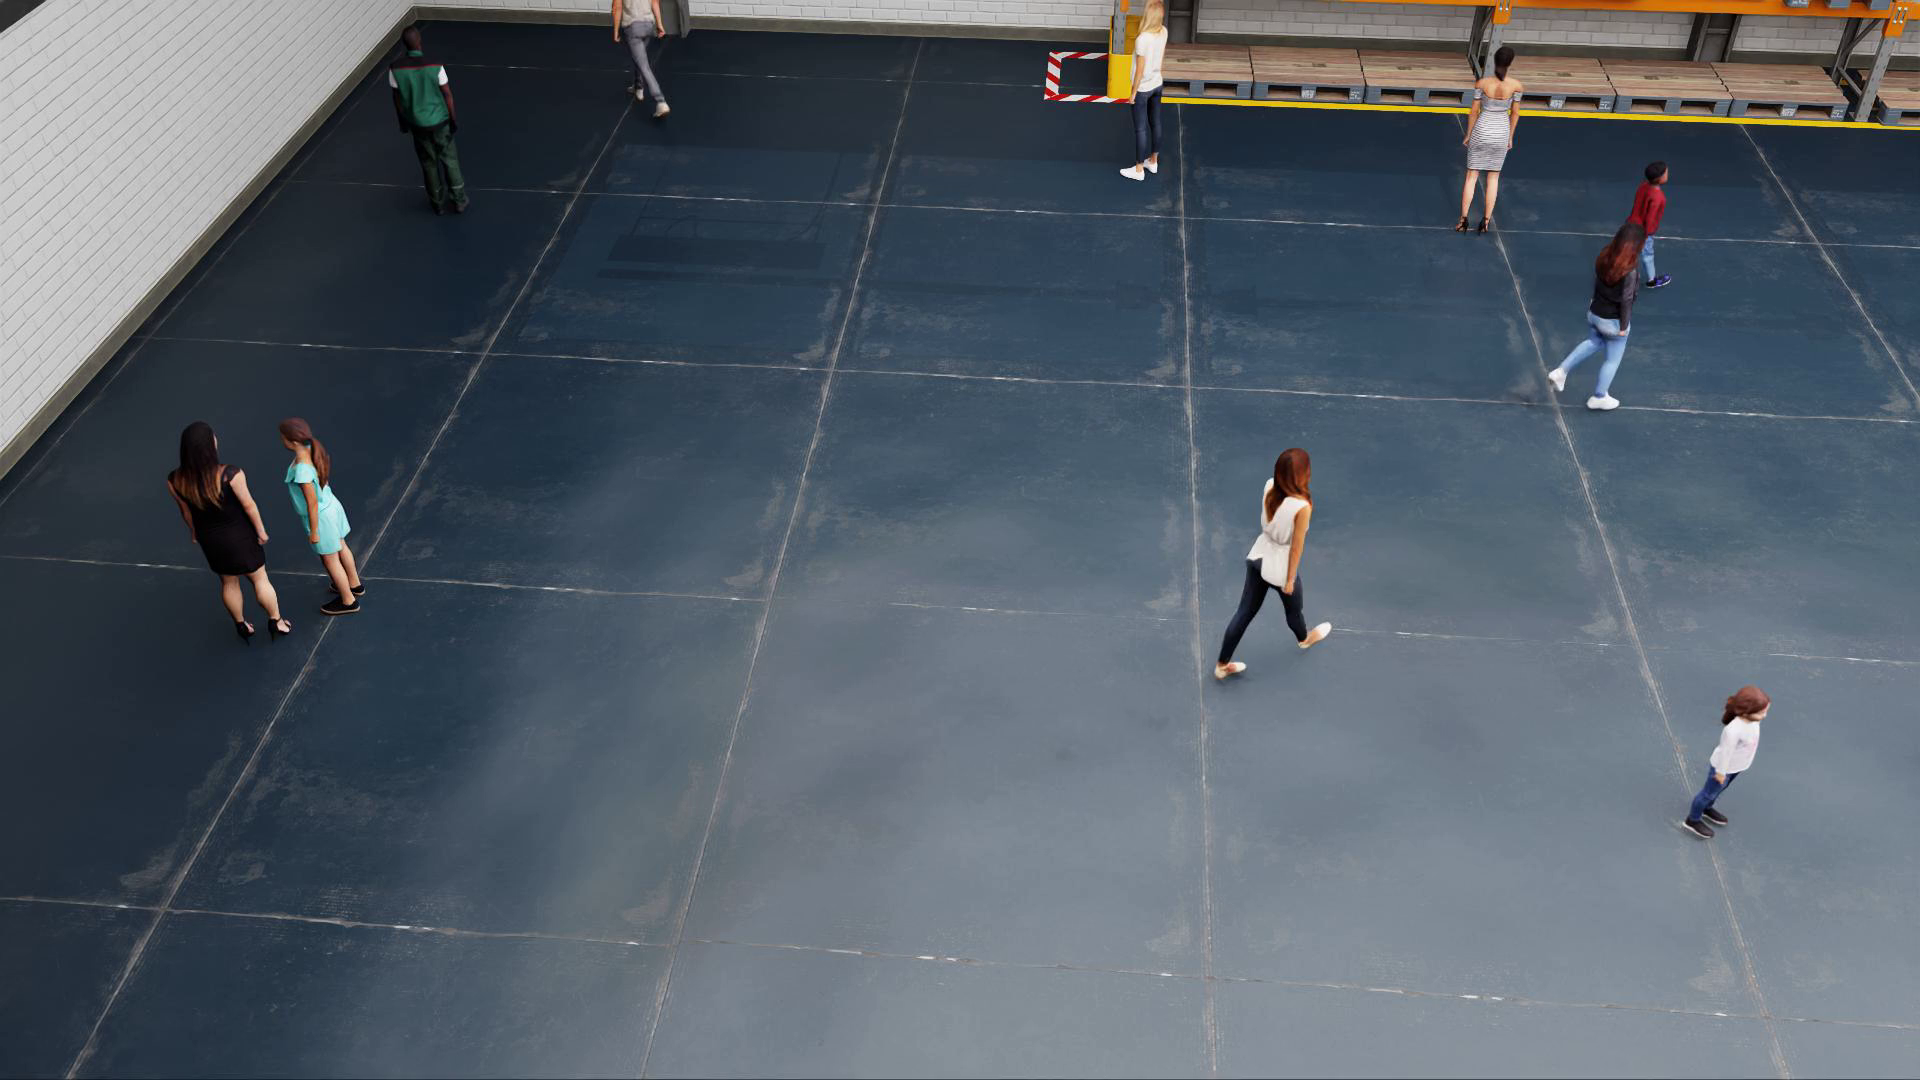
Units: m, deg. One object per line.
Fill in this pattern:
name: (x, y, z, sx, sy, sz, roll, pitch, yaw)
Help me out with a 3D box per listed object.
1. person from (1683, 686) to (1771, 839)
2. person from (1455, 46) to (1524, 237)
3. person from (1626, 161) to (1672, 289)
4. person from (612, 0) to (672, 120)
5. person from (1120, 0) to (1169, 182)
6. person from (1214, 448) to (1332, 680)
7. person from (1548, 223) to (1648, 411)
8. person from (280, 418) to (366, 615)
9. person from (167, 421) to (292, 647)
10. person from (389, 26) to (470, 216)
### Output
person: (4.506, 1.280, 9.758, 0.527, 1.110, 0.588, -26, 46, -29)
person: (4.896, -3.681, 15.398, 0.512, 1.824, 0.682, 9, 39, 11)
person: (5.957, -2.751, 14.713, 0.894, 1.225, 0.664, -7, 39, -9)
person: (-3.336, -5.349, 17.459, 1.211, 1.858, 1.272, -28, 46, -30)
person: (1.853, -4.430, 16.348, 0.695, 1.809, 0.660, 31, 48, 33)
person: (1.920, 0.207, 10.599, 1.196, 1.737, 1.047, -21, 43, -24)
person: (5.068, -1.762, 13.157, 0.915, 1.621, 0.803, -7, 39, -9)
person: (-4.314, -0.174, 11.219, 0.555, 1.559, 0.564, -1, 39, -1)
person: (-4.793, -0.022, 10.902, 0.576, 1.717, 0.734, -2, 39, -2)
person: (-5.025, -3.940, 15.712, 0.672, 1.837, 0.834, -8, 39, -10)
